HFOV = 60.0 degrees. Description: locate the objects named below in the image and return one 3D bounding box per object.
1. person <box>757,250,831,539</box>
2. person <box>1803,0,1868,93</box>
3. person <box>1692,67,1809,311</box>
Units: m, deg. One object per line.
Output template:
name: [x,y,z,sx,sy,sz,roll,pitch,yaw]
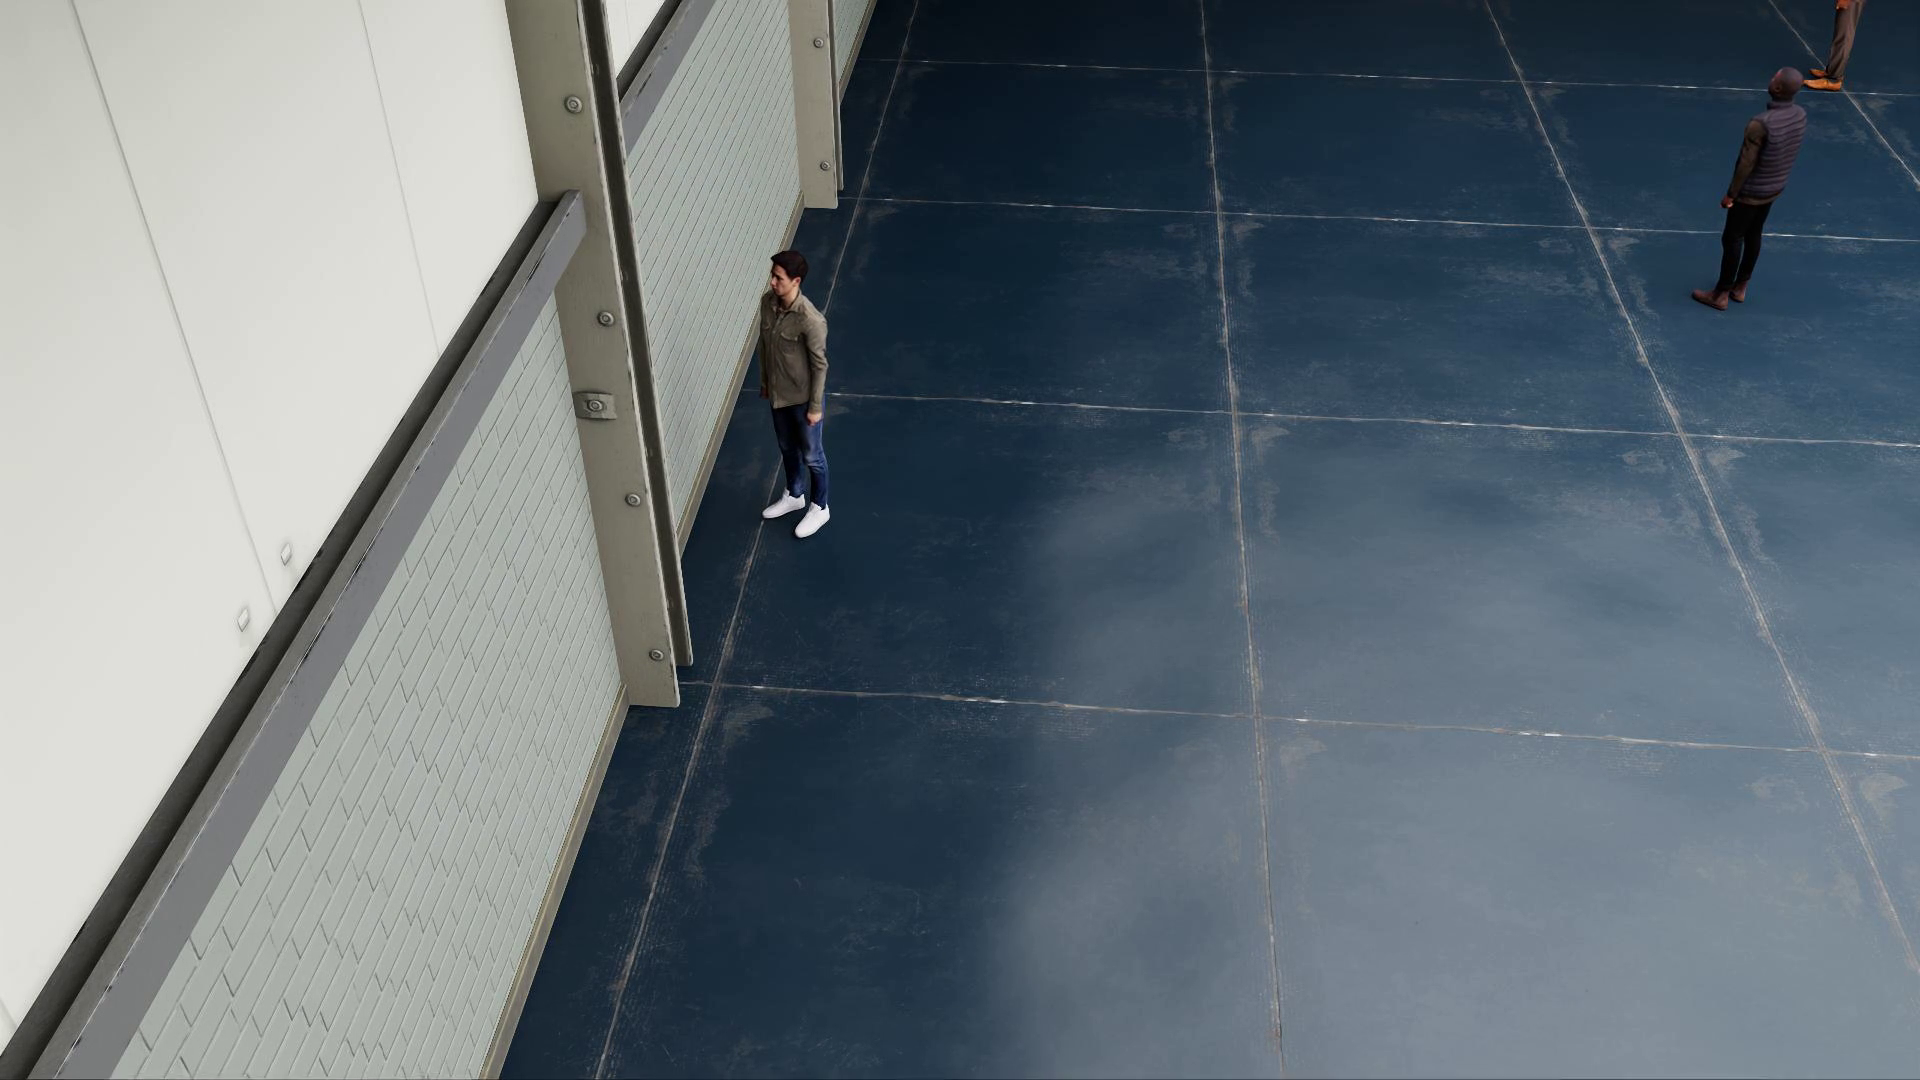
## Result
person: [-0.970,-0.887,9.935,0.791,1.865,0.819,30,47,32]
person: [8.261,-5.098,15.283,0.843,1.908,0.714,21,43,25]
person: [5.781,-2.545,12.078,0.781,1.835,0.785,-18,42,-22]
